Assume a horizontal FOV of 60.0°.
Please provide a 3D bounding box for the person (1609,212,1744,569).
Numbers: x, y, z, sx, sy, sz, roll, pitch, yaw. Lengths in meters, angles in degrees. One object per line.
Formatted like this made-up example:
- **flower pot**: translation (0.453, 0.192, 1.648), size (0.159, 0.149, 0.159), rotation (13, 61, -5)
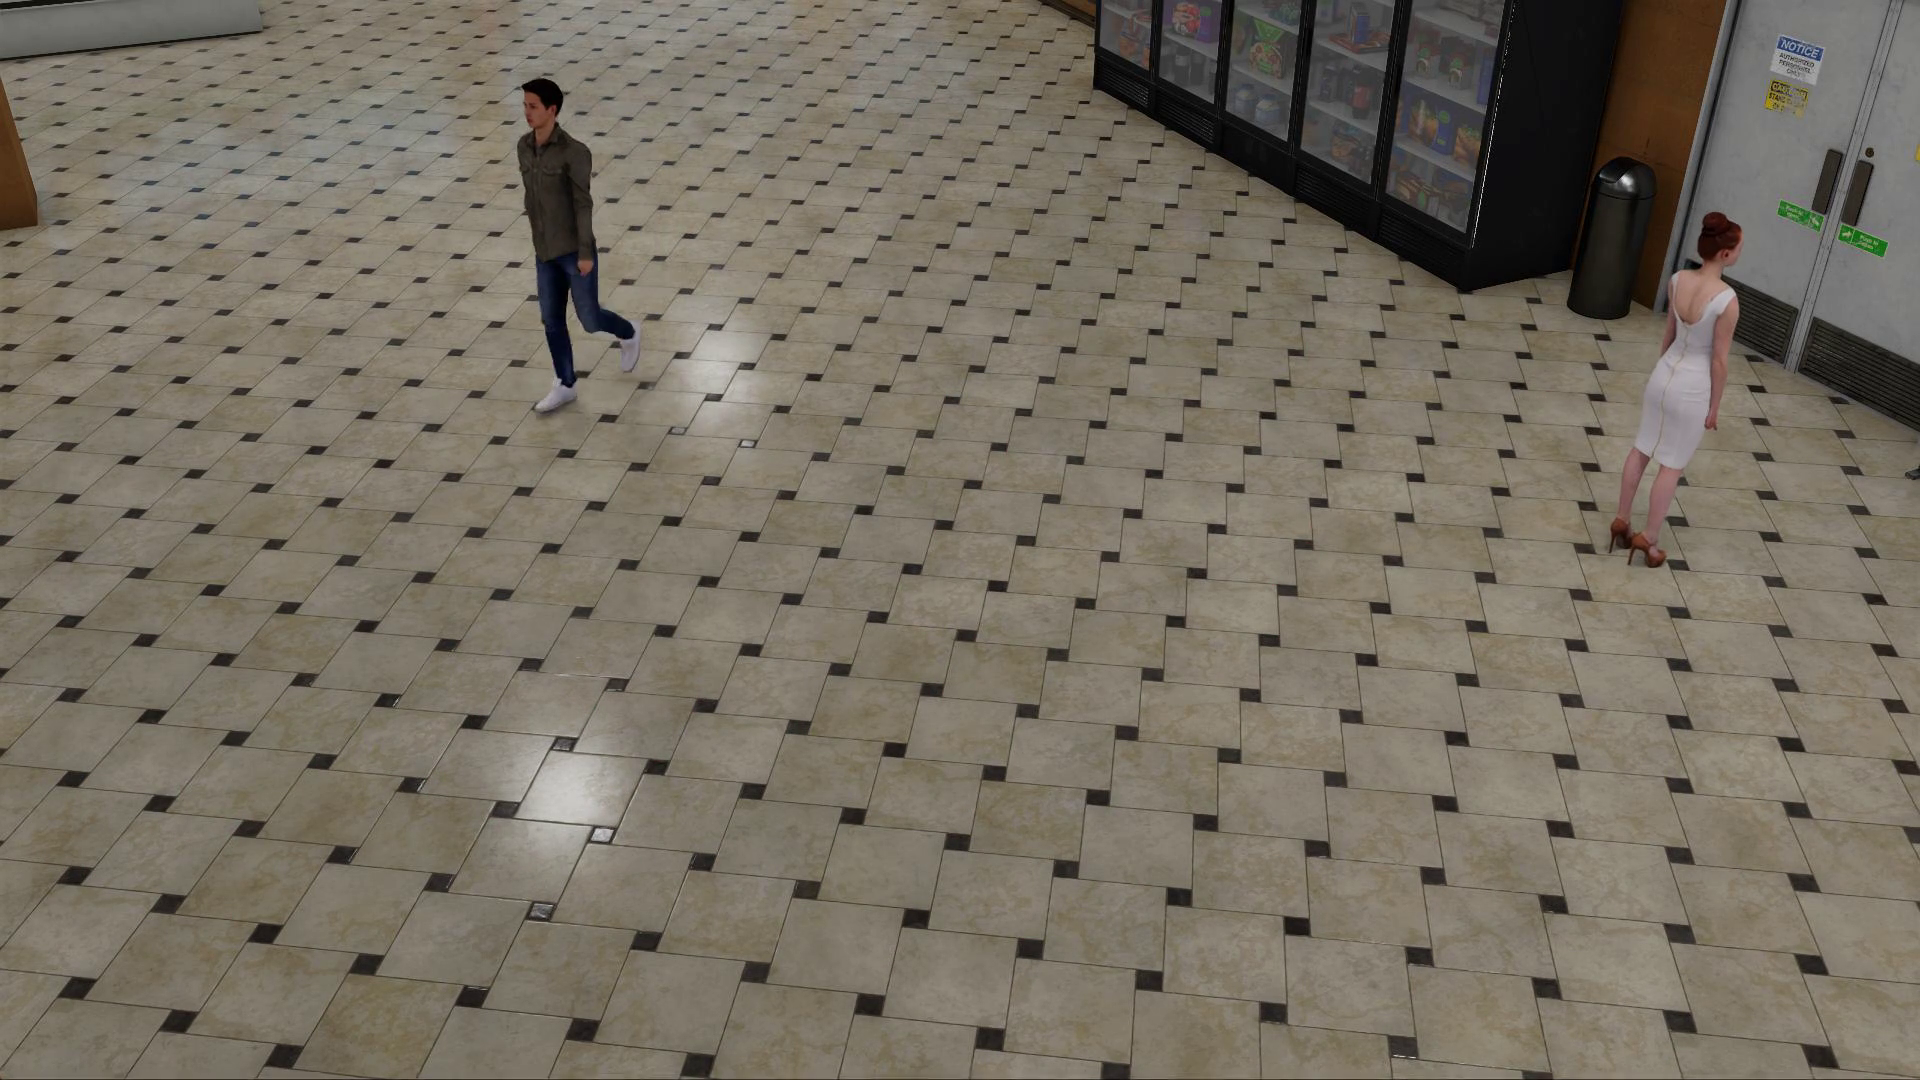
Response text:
- **person**: translation (3.352, -0.683, 7.793), size (0.490, 1.794, 0.565), rotation (-11, 34, -18)

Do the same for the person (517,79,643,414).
- **person**: translation (-2.140, -1.659, 9.312), size (1.037, 1.846, 1.178), rotation (18, 36, 27)
